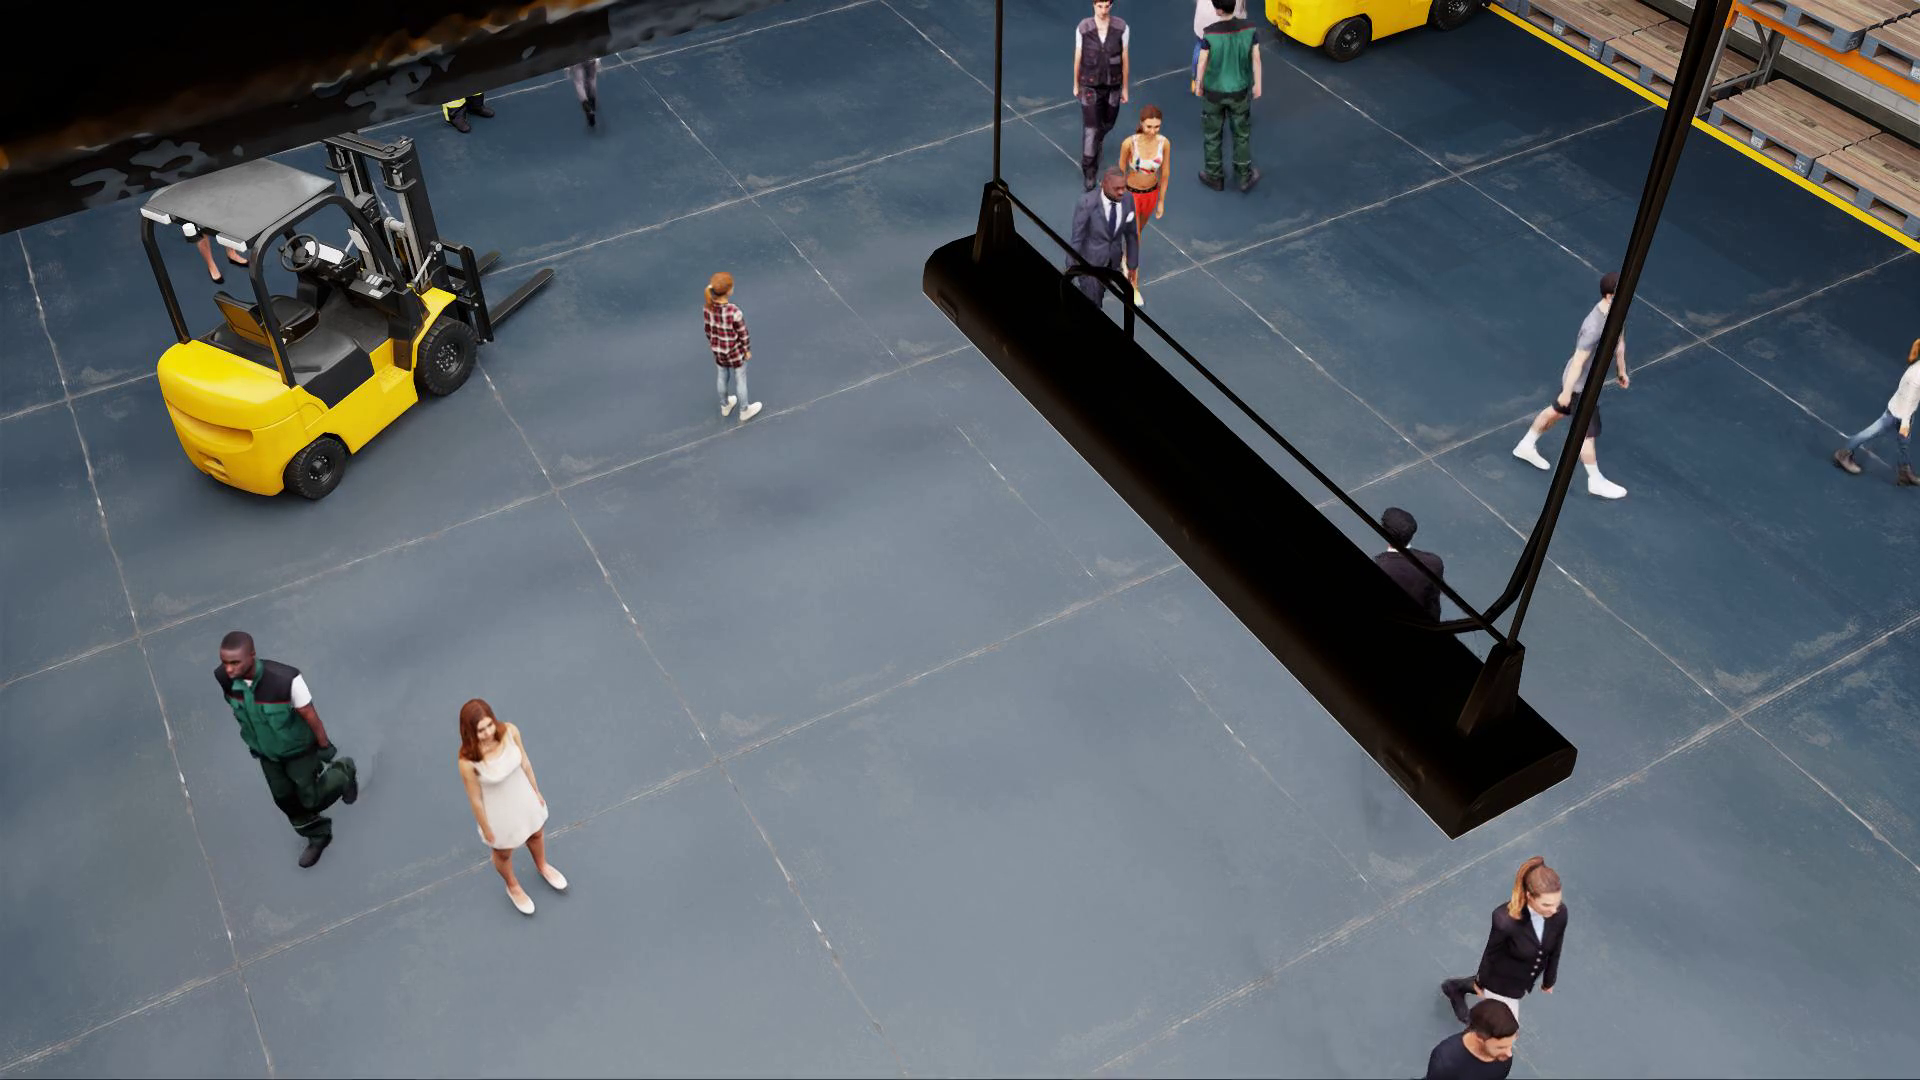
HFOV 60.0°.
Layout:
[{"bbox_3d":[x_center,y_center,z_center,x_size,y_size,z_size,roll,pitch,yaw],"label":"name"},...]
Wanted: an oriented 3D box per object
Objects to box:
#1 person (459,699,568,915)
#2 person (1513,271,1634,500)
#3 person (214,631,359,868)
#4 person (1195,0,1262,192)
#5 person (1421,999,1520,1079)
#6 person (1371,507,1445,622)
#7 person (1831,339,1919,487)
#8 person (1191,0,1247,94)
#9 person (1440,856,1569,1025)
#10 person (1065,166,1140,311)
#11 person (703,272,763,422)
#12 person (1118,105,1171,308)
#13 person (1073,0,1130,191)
[{"bbox_3d":[-2.556,1.469,9.351,0.601,1.712,0.621,34,53,30],"label":"person"},{"bbox_3d":[4.440,-1.204,12.067,1.233,1.837,0.956,28,50,26],"label":"person"},{"bbox_3d":[-3.865,1.115,9.641,0.974,1.825,1.046,8,44,8],"label":"person"},{"bbox_3d":[2.450,-4.019,15.002,0.951,1.865,0.877,5,44,6],"label":"person"},{"bbox_3d":[2.287,2.659,8.019,0.718,1.828,1.146,-17,46,-17],"label":"person"},{"bbox_3d":[2.629,0.618,10.138,0.865,1.860,0.862,-2,44,-2],"label":"person"},{"bbox_3d":[6.829,-0.974,12.224,0.957,1.287,0.669,31,52,29],"label":"person"},{"bbox_3d":[2.540,-5.162,16.290,0.762,1.743,0.856,19,47,19],"label":"person"},{"bbox_3d":[2.805,2.199,8.597,0.750,1.696,1.143,-13,45,-13],"label":"person"},{"bbox_3d":[1.052,-2.214,13.161,0.734,1.790,1.107,-18,47,-18],"label":"person"},{"bbox_3d":[-1.775,-1.483,12.744,0.598,1.306,0.678,18,47,18],"label":"person"},{"bbox_3d":[1.480,-2.905,13.915,0.811,1.751,1.123,-6,44,-7],"label":"person"},{"bbox_3d":[1.290,-4.215,15.232,0.964,1.830,1.177,-2,44,-3],"label":"person"}]
